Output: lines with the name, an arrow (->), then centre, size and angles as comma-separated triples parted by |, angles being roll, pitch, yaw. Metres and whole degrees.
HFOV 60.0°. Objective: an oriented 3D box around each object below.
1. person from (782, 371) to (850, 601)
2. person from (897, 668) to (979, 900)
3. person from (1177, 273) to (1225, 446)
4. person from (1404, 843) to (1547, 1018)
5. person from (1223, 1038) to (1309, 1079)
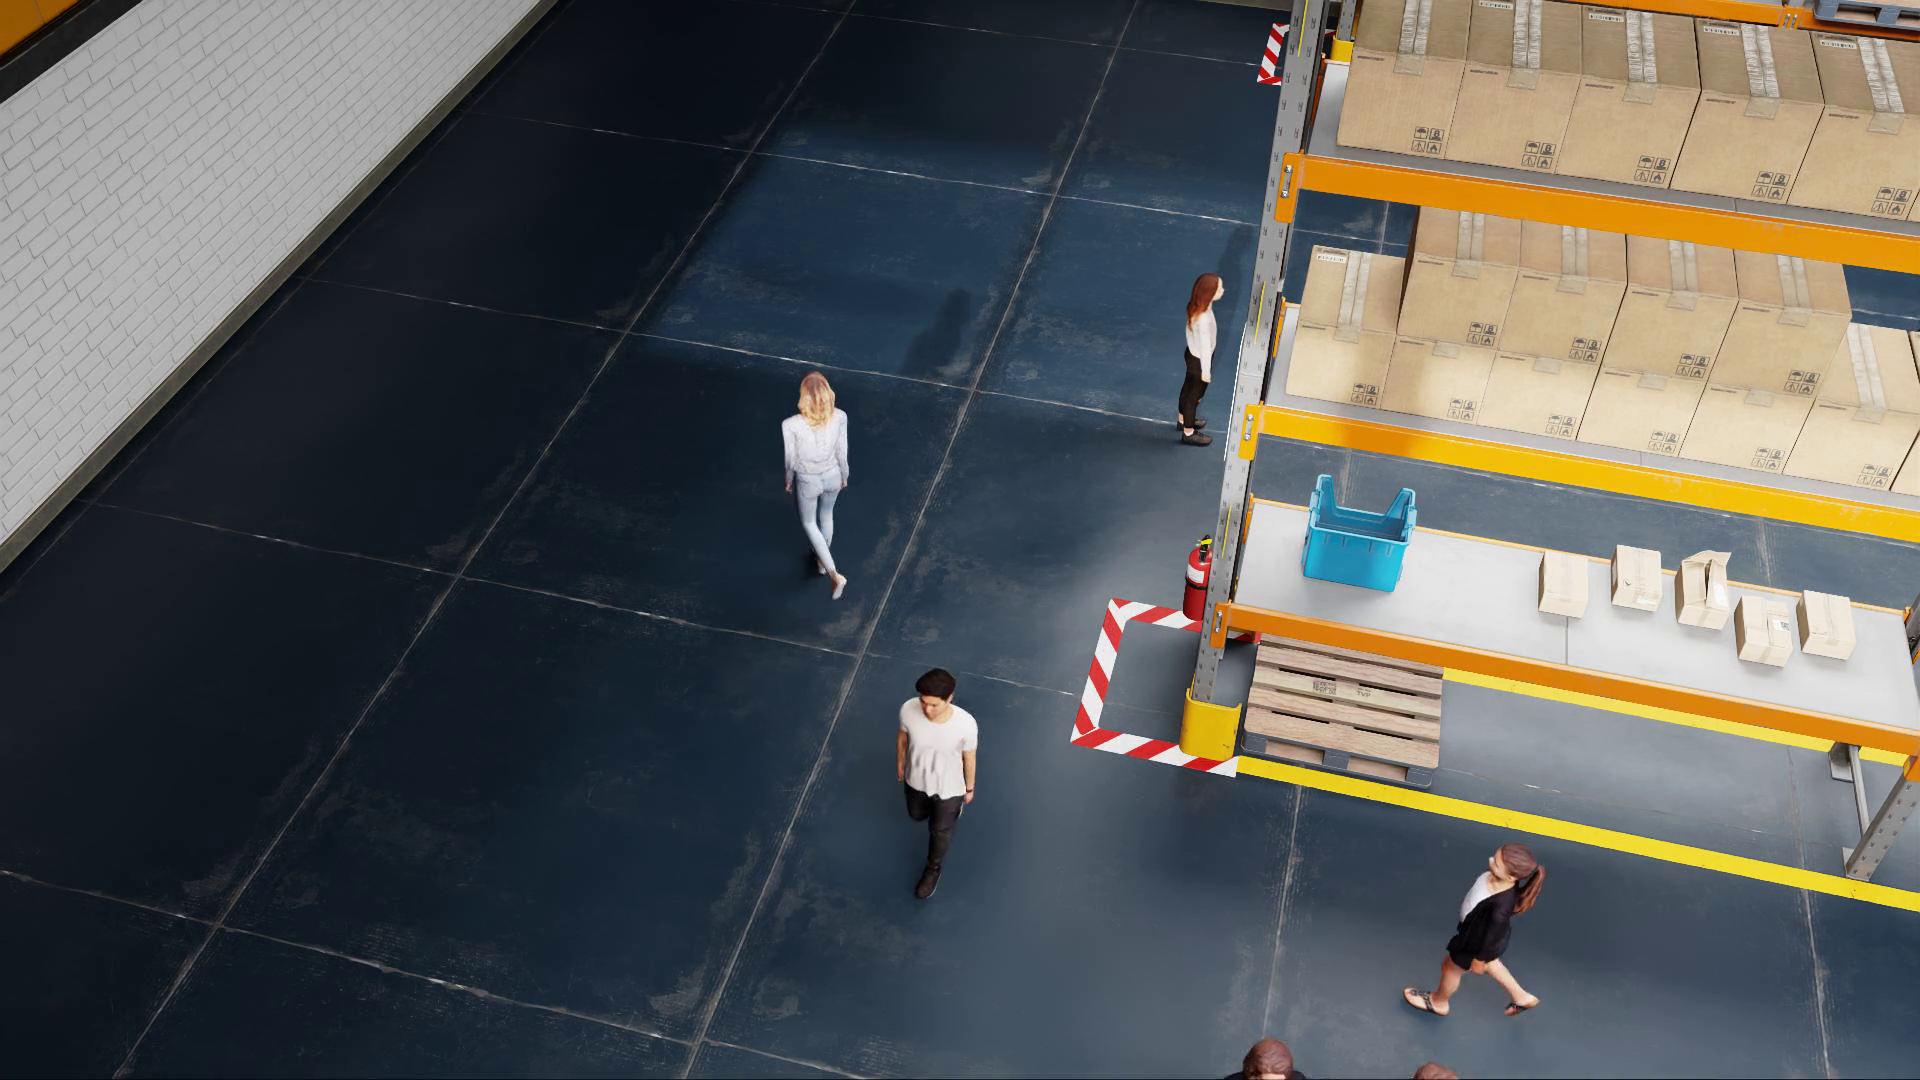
person -> -0.939, -0.341, 11.156 | 0.997, 1.785, 0.995 | -14, 45, -14
person -> -0.109, 1.294, 9.496 | 0.912, 1.707, 0.782 | 16, 46, 16
person -> 1.782, -1.367, 12.450 | 0.593, 1.485, 0.600 | -3, 44, -4
person -> 2.832, 2.093, 8.775 | 0.935, 1.544, 0.638 | 17, 46, 17
person -> 1.379, 2.785, 7.953 | 1.055, 1.676, 0.899 | -4, 44, -4
